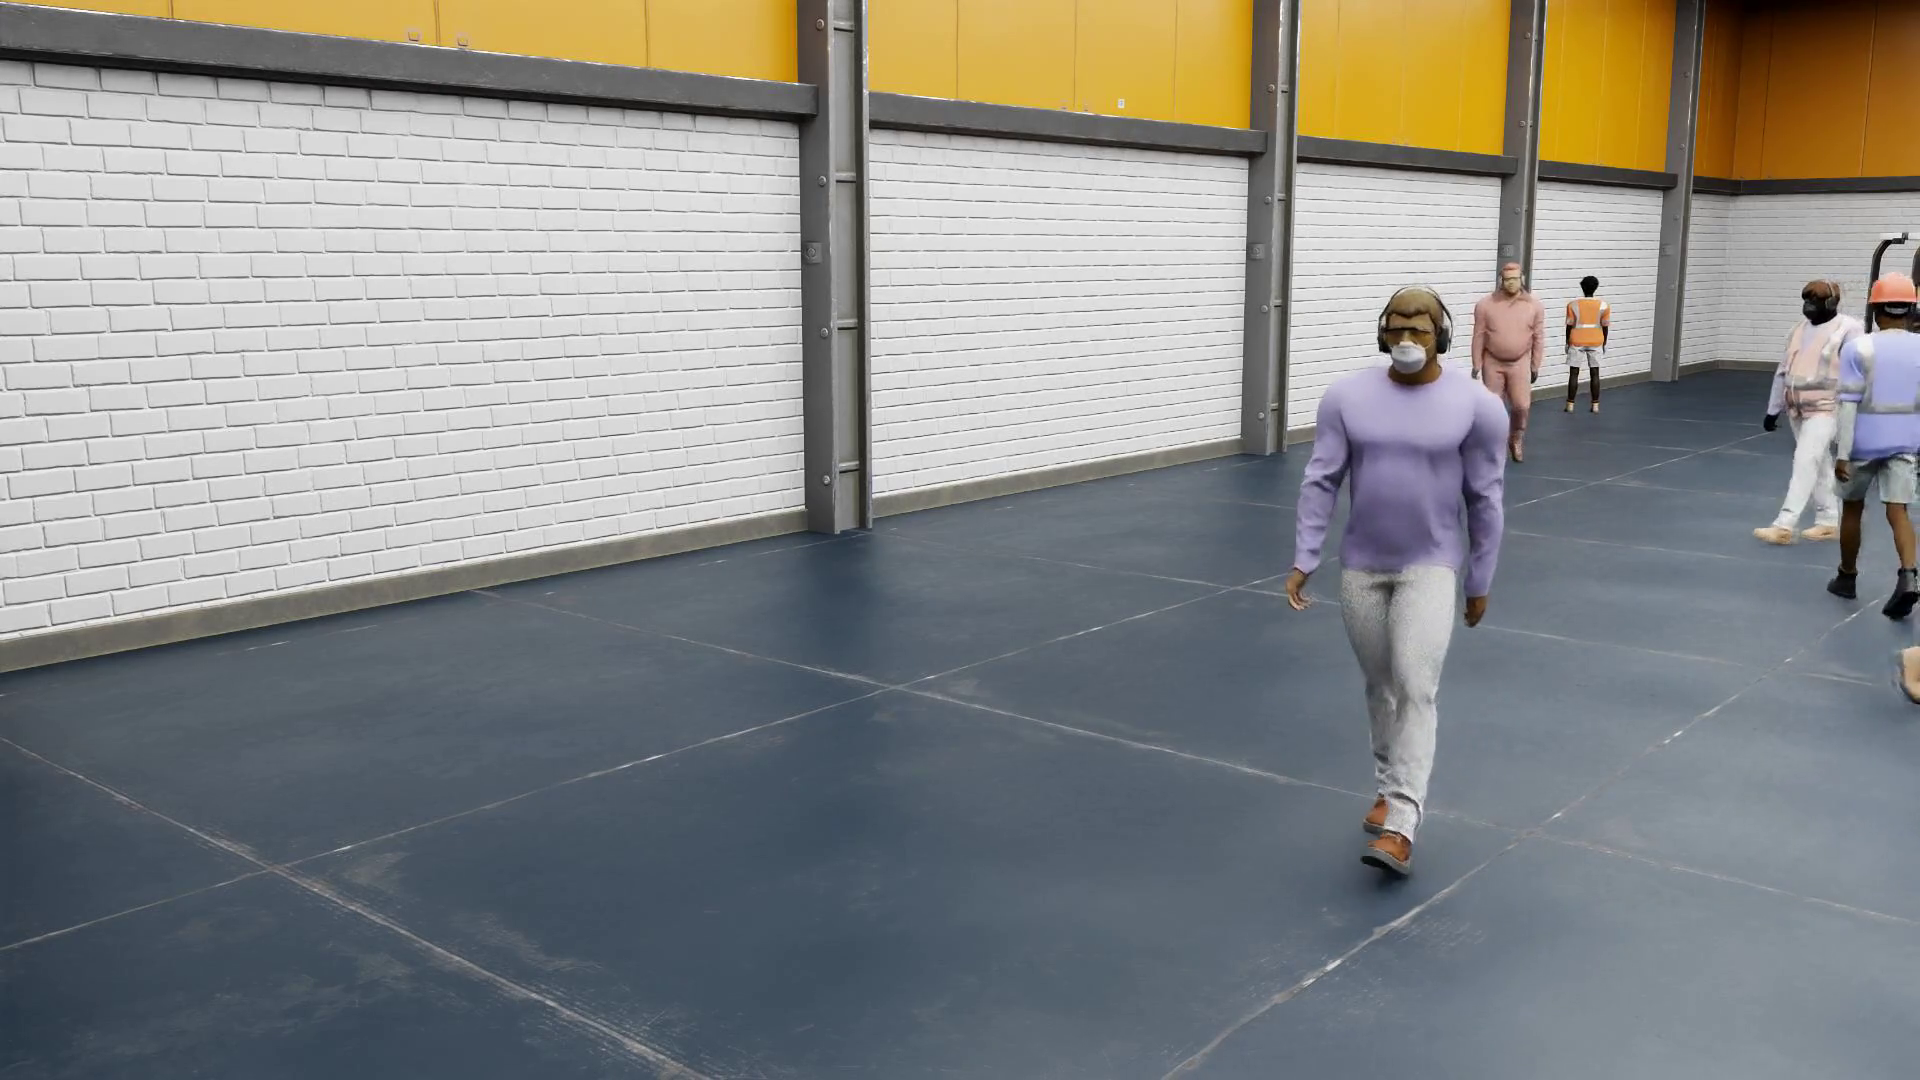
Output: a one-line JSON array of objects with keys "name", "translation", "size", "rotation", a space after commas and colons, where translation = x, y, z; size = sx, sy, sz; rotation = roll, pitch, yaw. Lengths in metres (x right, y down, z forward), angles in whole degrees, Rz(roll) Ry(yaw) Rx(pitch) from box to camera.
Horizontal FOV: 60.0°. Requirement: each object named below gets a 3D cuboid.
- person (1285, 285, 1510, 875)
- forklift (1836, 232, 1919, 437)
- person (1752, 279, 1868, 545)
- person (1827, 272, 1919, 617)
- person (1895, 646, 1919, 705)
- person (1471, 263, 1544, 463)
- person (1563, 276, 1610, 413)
[{"name": "person", "translation": [1.415, 0.126, 5.503], "size": [0.643, 1.901, 0.871], "rotation": [6, 12, 32]}, {"name": "forklift", "translation": [9.955, -1.972, 16.595], "size": [2.313, 2.155, 1.214], "rotation": [1, 10, 8]}, {"name": "person", "translation": [5.768, -0.871, 11.423], "size": [0.876, 1.803, 0.647], "rotation": [-2, 10, -14]}, {"name": "person", "translation": [5.184, -0.541, 9.298], "size": [0.557, 1.903, 0.933], "rotation": [2, 10, 9]}, {"name": "person", "translation": [4.492, -0.033, 7.068], "size": [0.590, 1.656, 0.745], "rotation": [-9, 14, -42]}, {"name": "person", "translation": [5.124, -1.645, 15.602], "size": [0.647, 1.888, 0.434], "rotation": [3, 10, 15]}, {"name": "person", "translation": [7.736, -2.413, 20.547], "size": [0.531, 1.691, 0.321], "rotation": [2, 10, 13]}]
